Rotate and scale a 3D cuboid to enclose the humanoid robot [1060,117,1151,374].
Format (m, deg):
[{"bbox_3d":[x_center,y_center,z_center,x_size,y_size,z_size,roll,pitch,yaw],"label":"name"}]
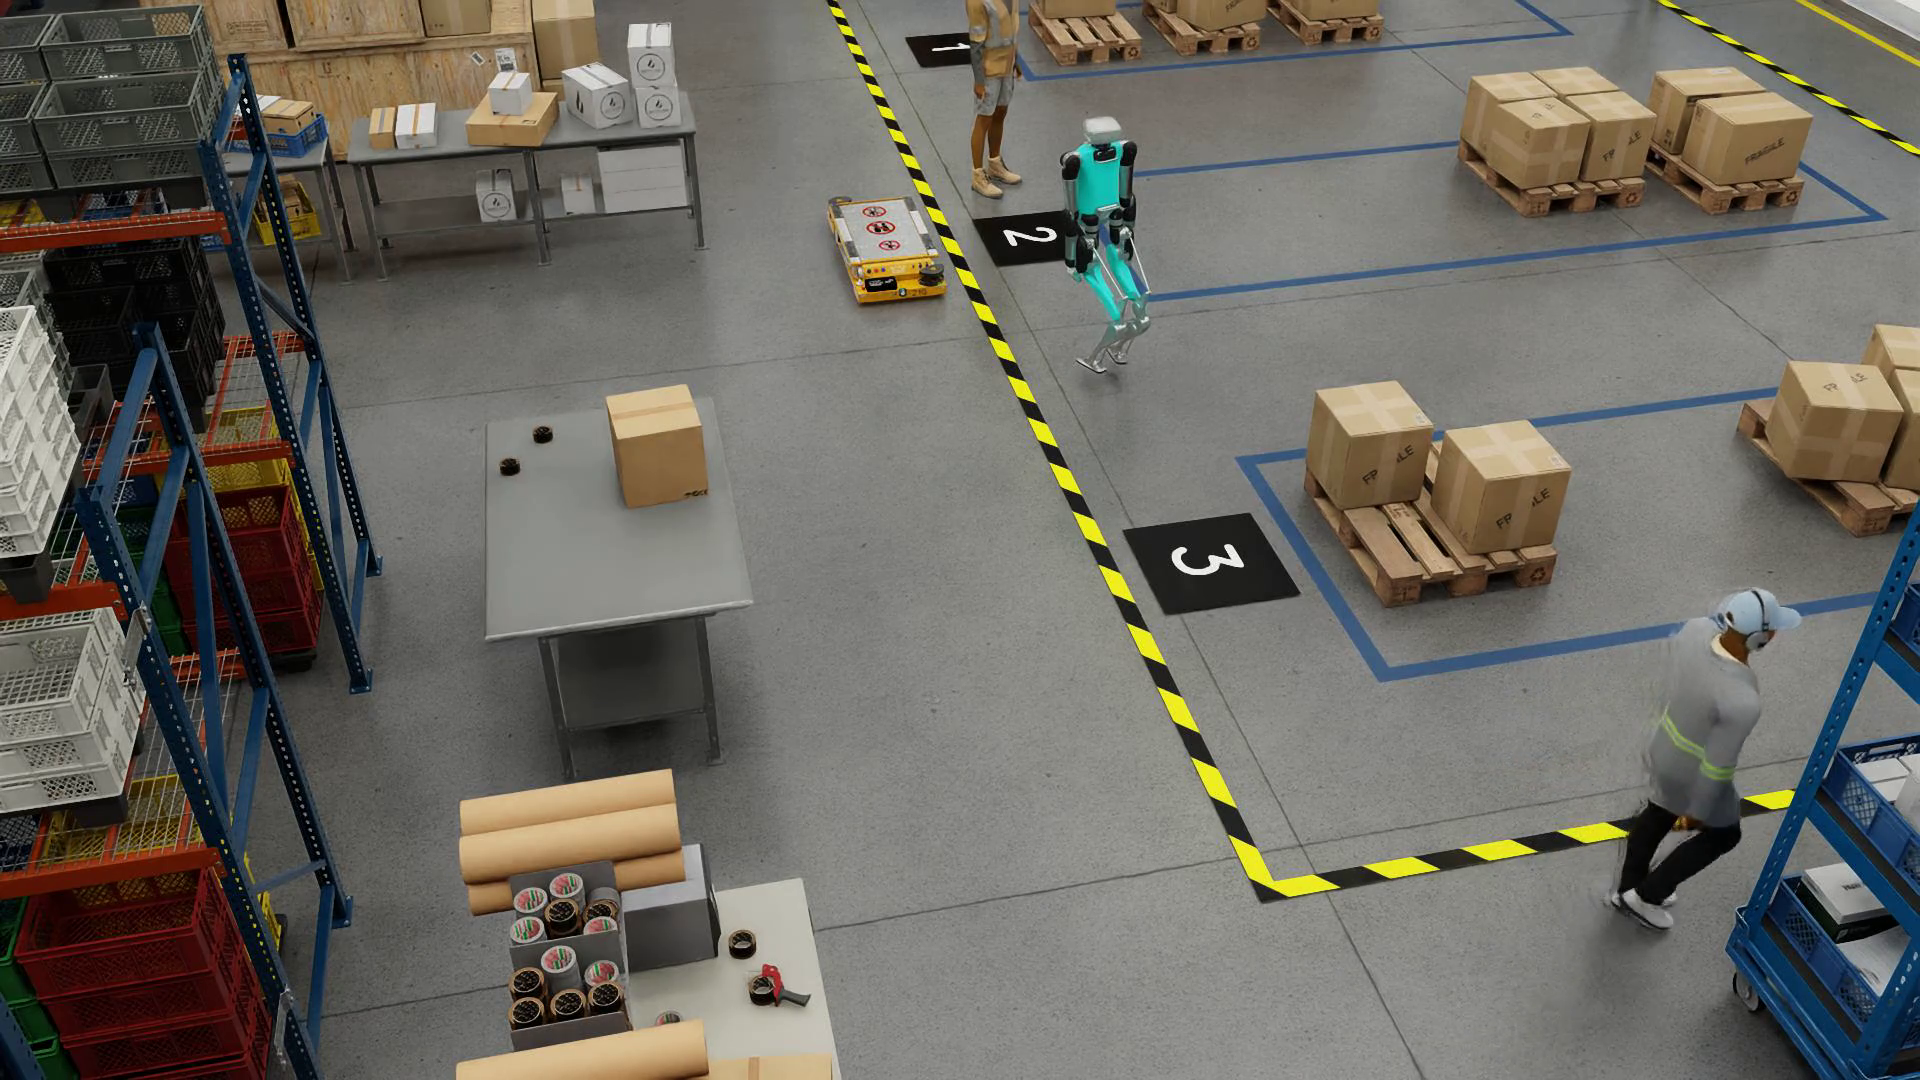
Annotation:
[{"bbox_3d":[0.994,-1.817,10.655,0.533,1.674,0.735,-18,40,-22],"label":"humanoid robot"}]

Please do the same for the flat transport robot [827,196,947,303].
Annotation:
[{"bbox_3d":[-0.570,-2.220,12.538,0.659,0.231,1.431,-8,37,-10],"label":"flat transport robot"}]

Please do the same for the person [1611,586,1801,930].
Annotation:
[{"bbox_3d":[3.119,0.927,6.995,0.425,1.837,0.592,-5,37,-7],"label":"person"}]

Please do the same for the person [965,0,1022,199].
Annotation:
[{"bbox_3d":[0.300,-3.719,13.066,0.376,2.044,0.604,22,42,27],"label":"person"}]
